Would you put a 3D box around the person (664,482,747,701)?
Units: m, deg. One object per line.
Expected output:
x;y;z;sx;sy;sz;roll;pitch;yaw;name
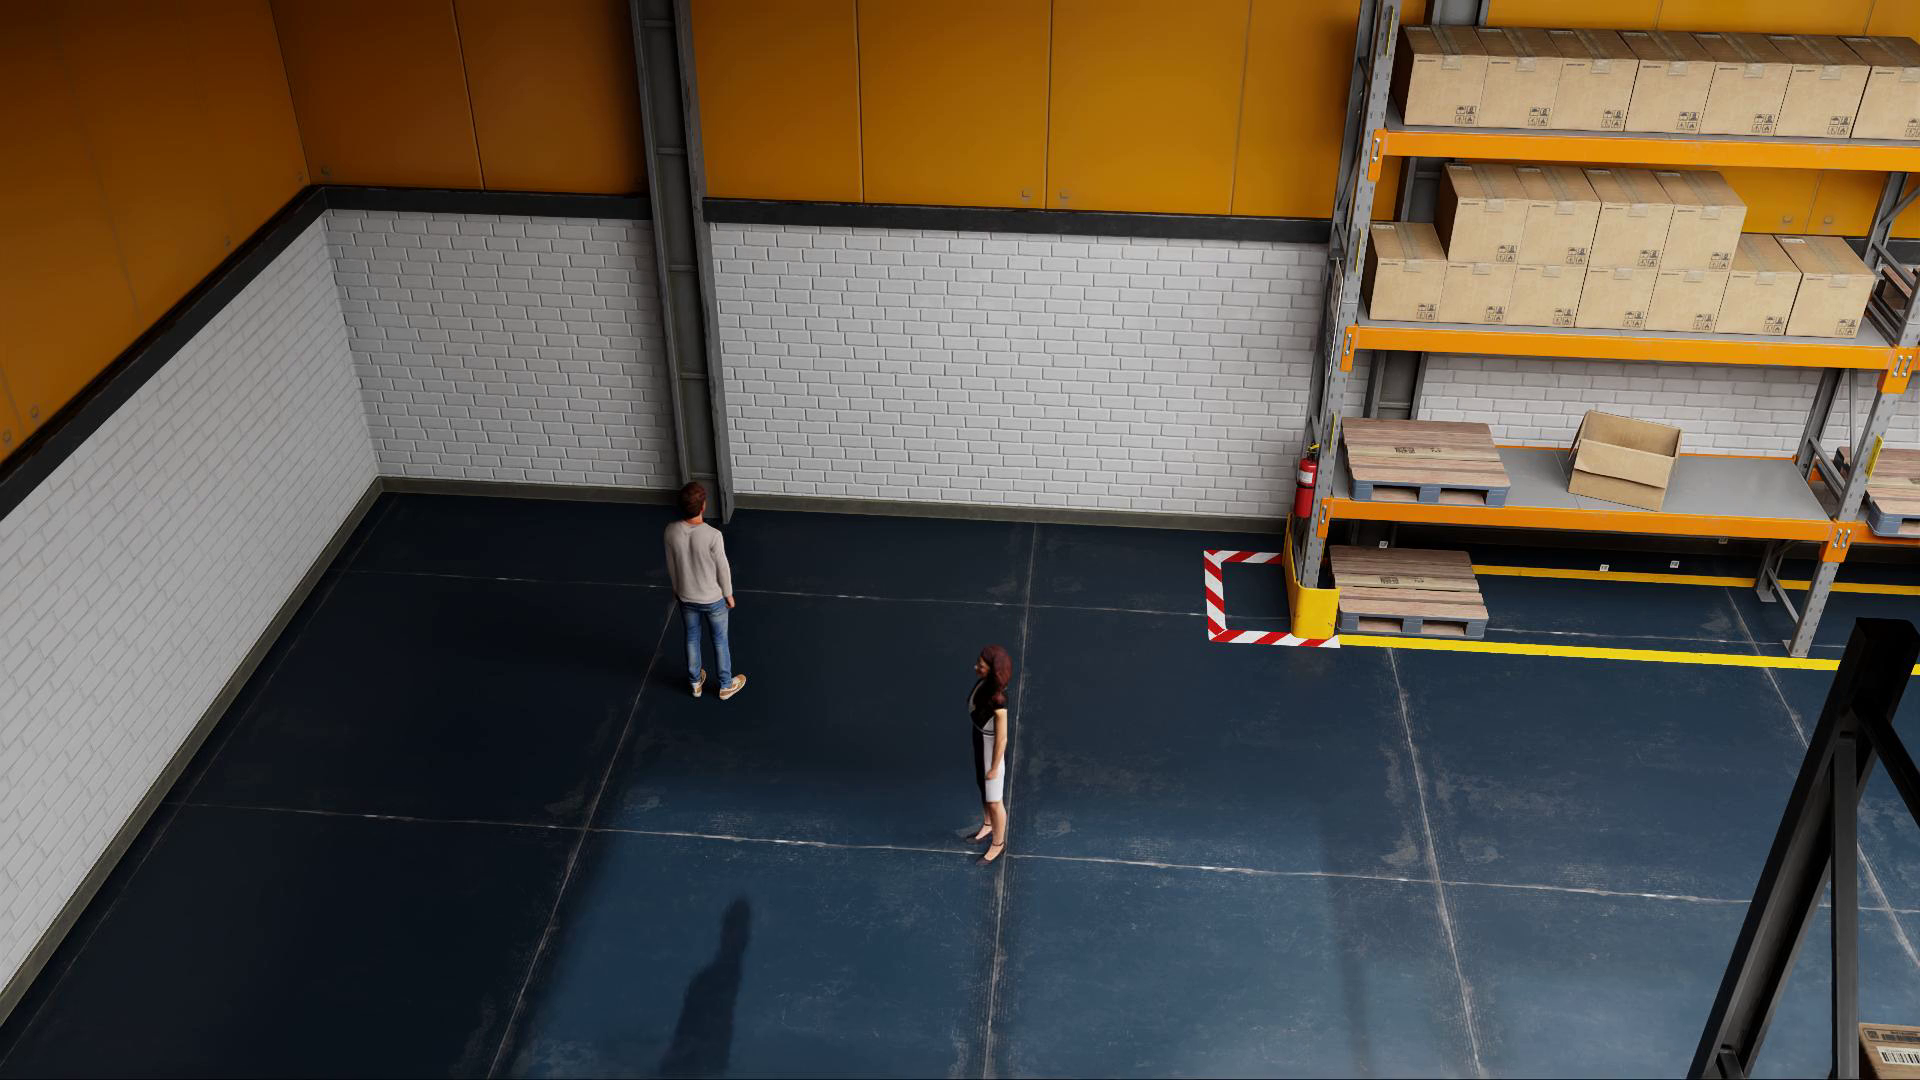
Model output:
-1.966;0.402;12.669;0.564;1.905;0.752;8;34;11;person

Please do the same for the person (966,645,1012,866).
0.201;1.440;11.208;0.588;1.793;0.635;-7;34;-11;person
